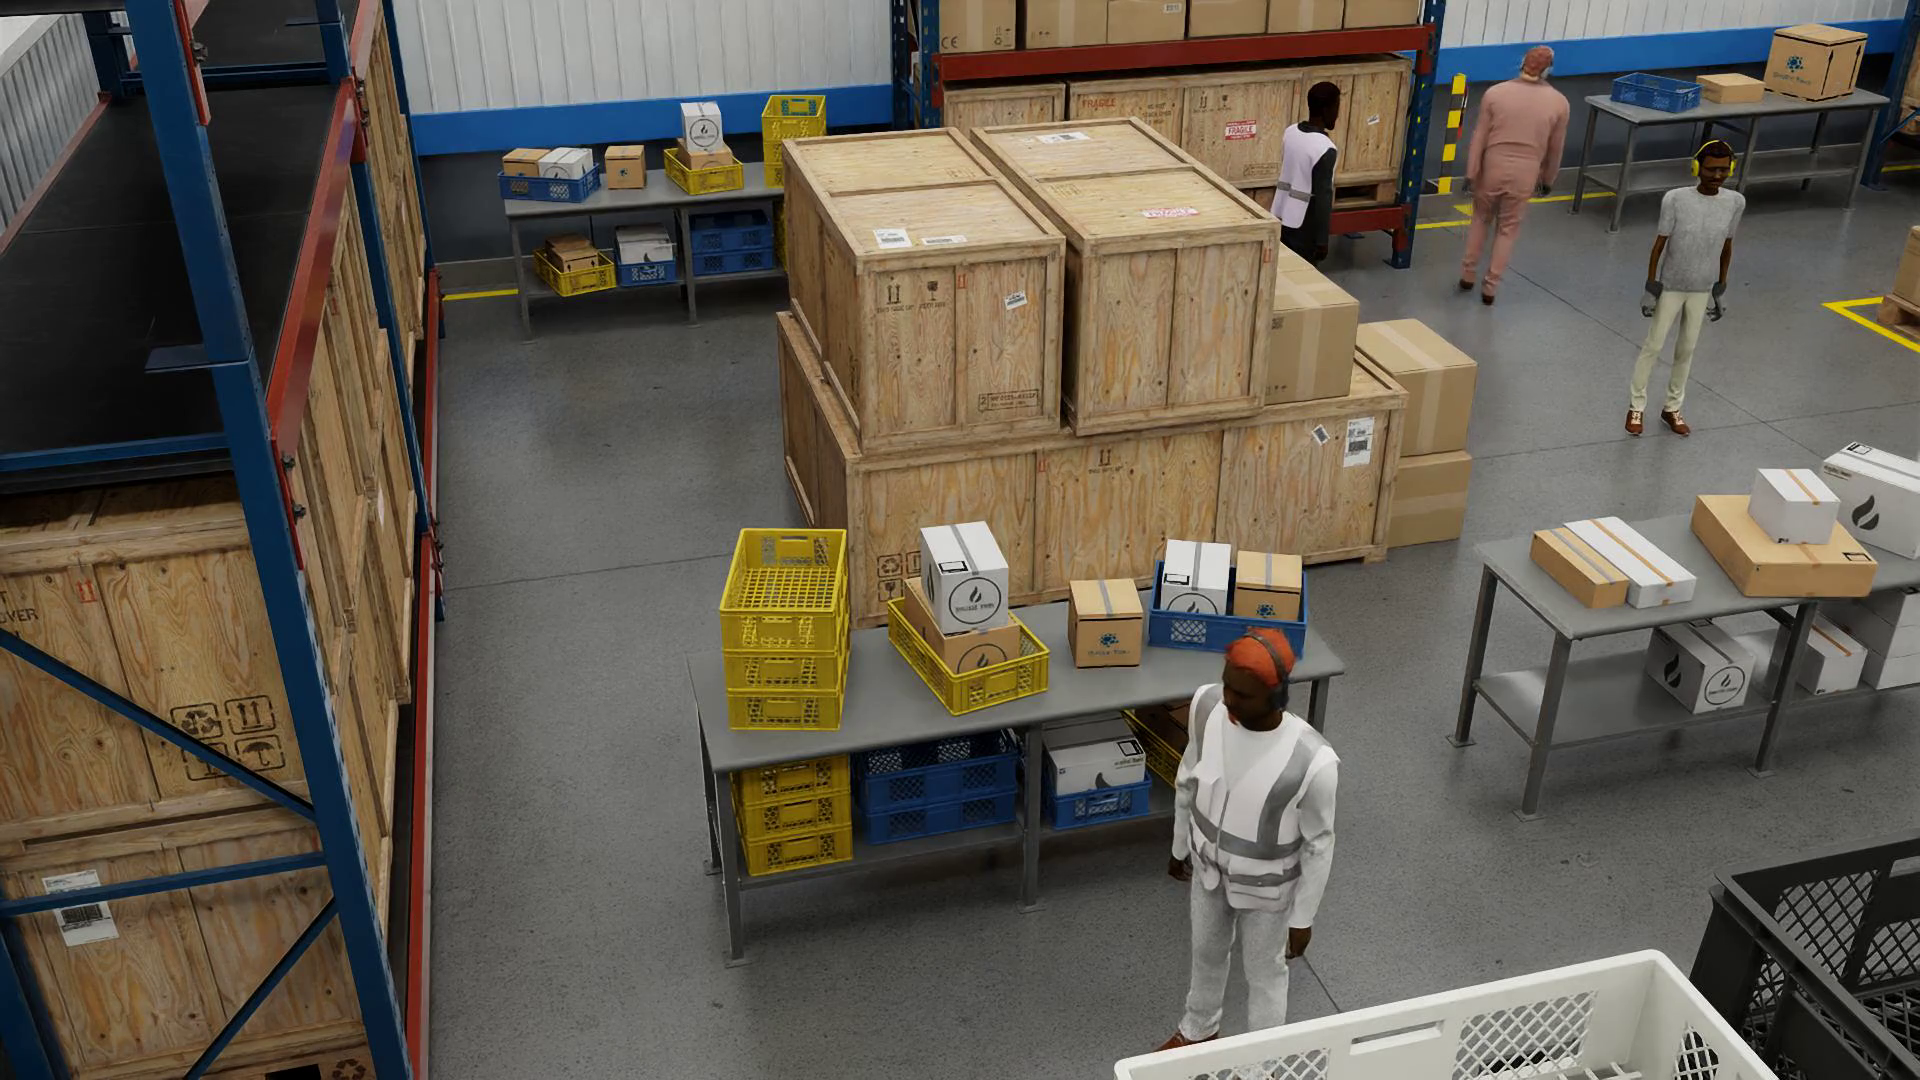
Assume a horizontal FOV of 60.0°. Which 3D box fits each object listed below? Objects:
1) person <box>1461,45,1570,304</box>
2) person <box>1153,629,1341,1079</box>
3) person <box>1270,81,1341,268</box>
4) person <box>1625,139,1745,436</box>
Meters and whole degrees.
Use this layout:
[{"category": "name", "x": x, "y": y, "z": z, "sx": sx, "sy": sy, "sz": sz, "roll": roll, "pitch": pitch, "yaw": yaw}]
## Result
[{"category": "person", "x": 4.104, "y": -2.702, "z": 12.359, "sx": 0.674, "sy": 1.858, "sz": 0.598, "roll": 8, "pitch": 30, "yaw": 14}, {"category": "person", "x": 0.923, "y": 1.095, "z": 5.440, "sx": 0.337, "sy": 1.882, "sz": 0.585, "roll": -24, "pitch": 37, "yaw": -36}, {"category": "person", "x": 2.322, "y": -2.150, "z": 11.309, "sx": 0.390, "sy": 1.911, "sz": 0.592, "roll": -9, "pitch": 30, "yaw": -15}, {"category": "person", "x": 4.468, "y": -1.536, "z": 10.231, "sx": 0.520, "sy": 1.871, "sz": 0.326, "roll": 1, "pitch": 29, "yaw": 2}]
